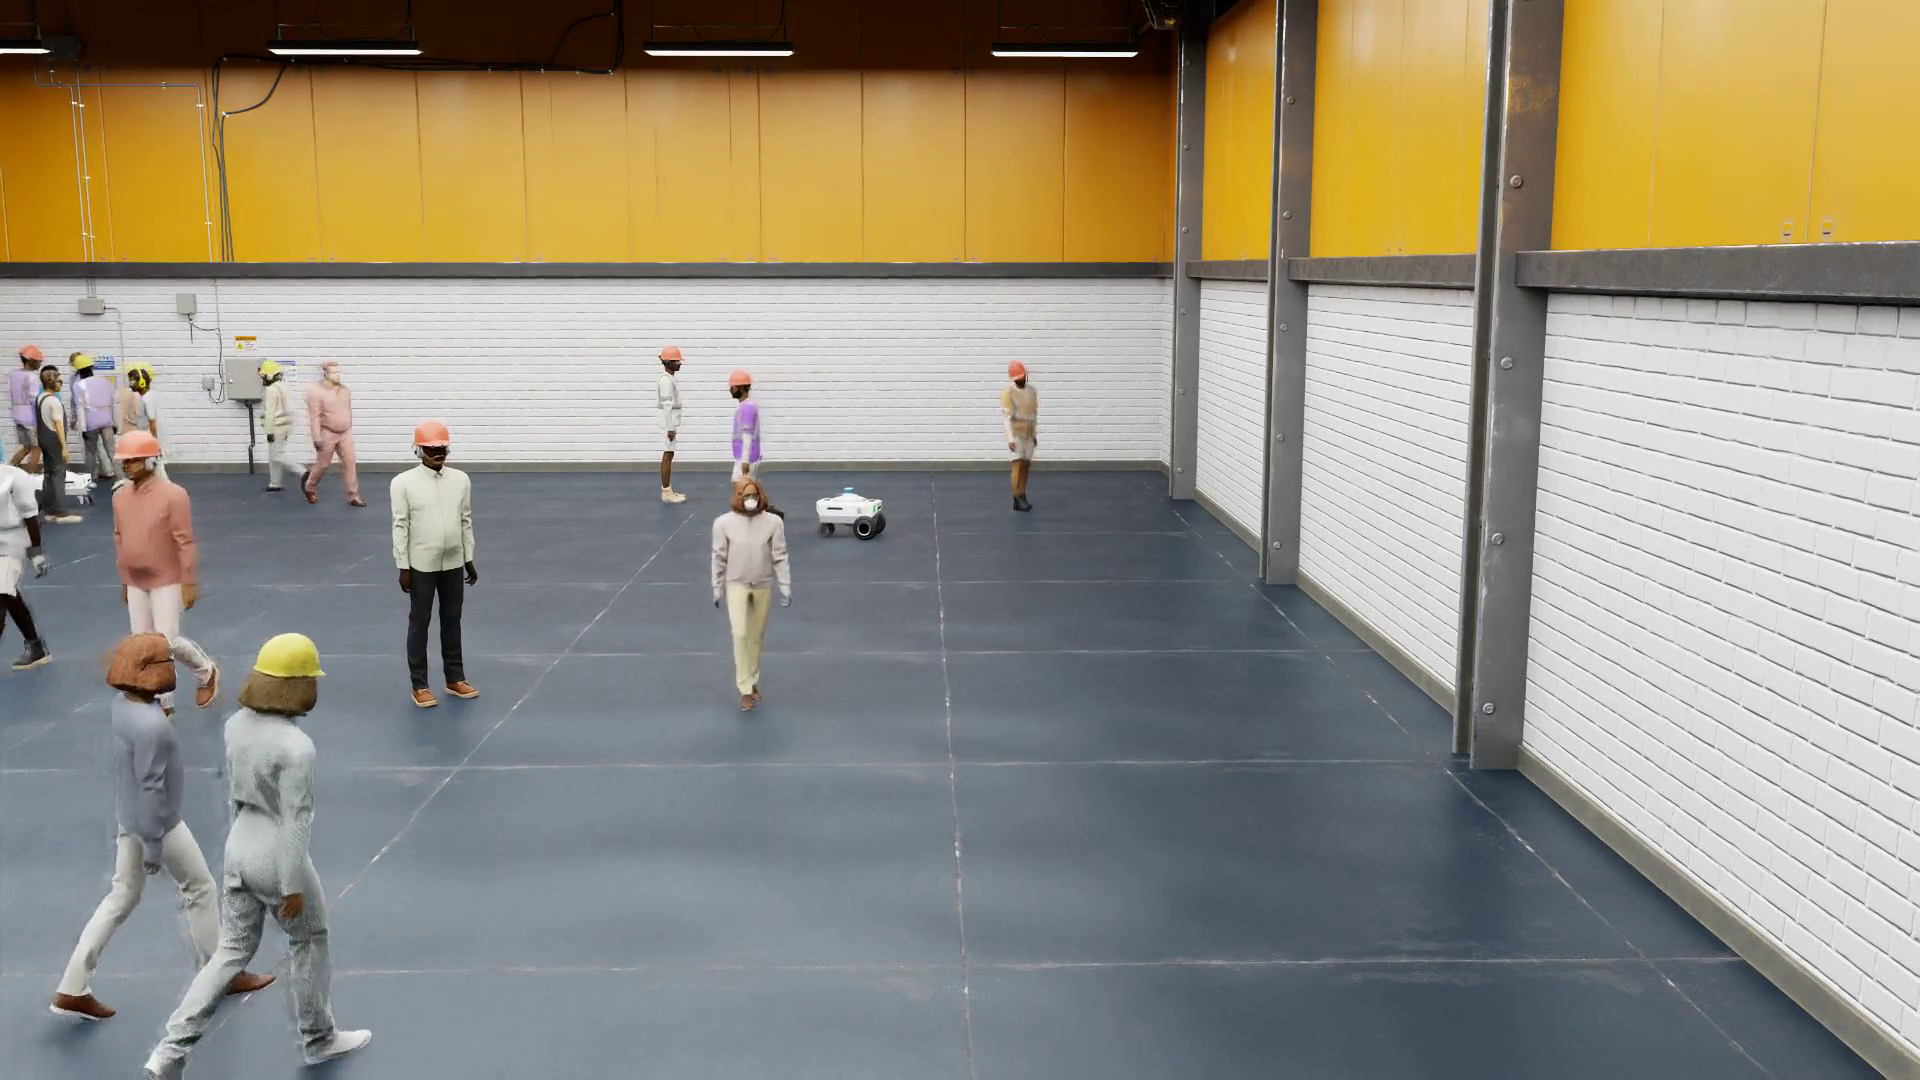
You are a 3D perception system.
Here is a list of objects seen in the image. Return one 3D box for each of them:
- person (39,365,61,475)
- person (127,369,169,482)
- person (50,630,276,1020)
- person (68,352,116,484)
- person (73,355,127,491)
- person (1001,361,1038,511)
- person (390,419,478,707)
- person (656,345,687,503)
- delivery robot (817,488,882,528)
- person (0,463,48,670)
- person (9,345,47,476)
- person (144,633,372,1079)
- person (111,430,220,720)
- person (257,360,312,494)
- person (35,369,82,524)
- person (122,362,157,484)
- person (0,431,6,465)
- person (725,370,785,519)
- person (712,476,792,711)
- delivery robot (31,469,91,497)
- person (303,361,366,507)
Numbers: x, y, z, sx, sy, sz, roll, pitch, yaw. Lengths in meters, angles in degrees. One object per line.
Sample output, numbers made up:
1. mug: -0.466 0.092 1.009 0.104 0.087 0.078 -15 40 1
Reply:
1. person: -12.977 -1.654 23.677 0.601 1.679 0.366 9 13 44
2. person: -9.837 -1.131 19.985 0.758 1.837 0.559 -3 10 -17
3. person: -3.307 1.150 6.739 0.823 1.601 0.502 -8 12 -41
4. person: -12.201 -1.707 23.397 0.605 1.891 0.718 -9 13 -42
5. person: -11.805 -1.605 22.831 0.981 1.877 0.634 7 11 36
6. person: 0.799 -1.311 20.942 0.556 1.894 0.504 -8 12 -40
7. person: -3.664 0.152 11.634 0.375 1.995 0.610 8 12 41
8. person: -3.752 -1.505 21.642 0.390 2.045 0.607 -1 9 -7
9. delivery robot: -1.254 -0.345 18.797 0.707 0.478 0.477 2 9 11
10. person: -7.170 0.088 12.260 0.634 1.909 1.005 2 10 14
11. person: -12.635 -1.610 22.427 0.643 2.007 0.685 6 11 31
12. person: -2.599 1.200 6.093 0.538 1.704 0.787 6 11 32
13. person: -5.316 0.253 11.046 0.630 1.983 0.542 3 10 17
14. person: -9.129 -1.513 22.401 0.653 1.811 0.602 -2 9 -12
15. person: -10.794 -1.109 19.828 0.514 1.842 0.327 7 12 37
16. person: -10.094 -1.264 20.627 0.677 1.889 0.622 -7 12 -38
17. person: -10.583 -0.671 17.887 0.545 1.586 0.864 -3 10 -18
18. person: -2.359 -0.953 18.658 0.611 1.918 0.560 -3 10 -15
19. person: -1.421 0.365 11.485 0.522 1.603 0.715 -3 10 -20
20. delivery robot: -11.420 -0.717 21.080 0.707 0.478 0.477 -3 10 -16
21. person: -8.073 -1.359 21.294 0.904 1.876 0.656 6 11 32
